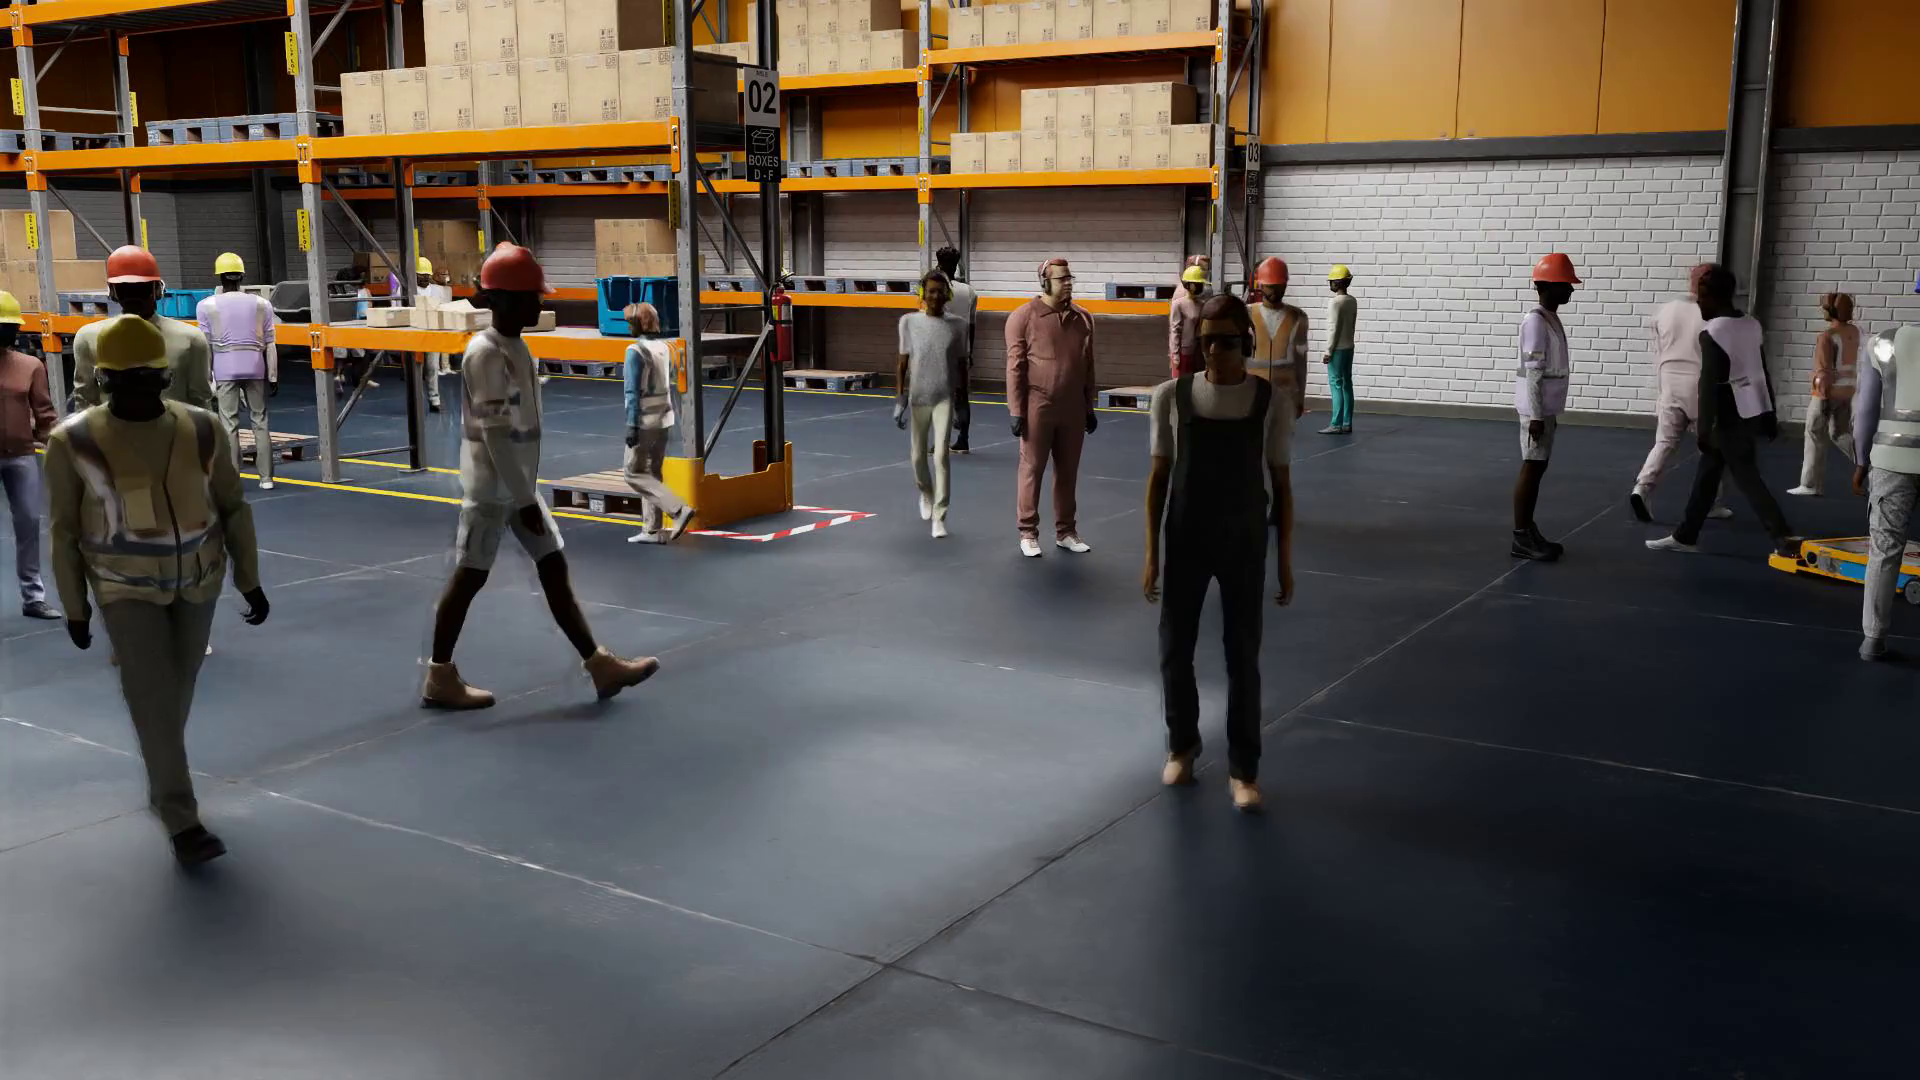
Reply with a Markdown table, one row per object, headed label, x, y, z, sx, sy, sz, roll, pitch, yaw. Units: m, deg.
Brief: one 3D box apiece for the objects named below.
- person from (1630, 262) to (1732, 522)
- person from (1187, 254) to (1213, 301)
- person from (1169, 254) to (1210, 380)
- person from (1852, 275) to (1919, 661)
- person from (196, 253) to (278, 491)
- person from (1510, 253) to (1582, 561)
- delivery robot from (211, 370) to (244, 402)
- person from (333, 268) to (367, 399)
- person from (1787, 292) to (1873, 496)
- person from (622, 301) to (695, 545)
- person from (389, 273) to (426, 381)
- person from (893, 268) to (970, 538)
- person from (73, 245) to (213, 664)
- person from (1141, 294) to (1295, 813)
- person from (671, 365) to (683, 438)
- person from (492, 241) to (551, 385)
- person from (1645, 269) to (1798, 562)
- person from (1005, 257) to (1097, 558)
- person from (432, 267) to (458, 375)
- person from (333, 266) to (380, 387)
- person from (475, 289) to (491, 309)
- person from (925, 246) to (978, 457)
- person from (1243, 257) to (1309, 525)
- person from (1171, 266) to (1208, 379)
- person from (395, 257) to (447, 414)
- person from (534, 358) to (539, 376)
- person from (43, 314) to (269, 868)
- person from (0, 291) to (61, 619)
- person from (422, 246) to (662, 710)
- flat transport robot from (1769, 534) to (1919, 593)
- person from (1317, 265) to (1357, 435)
| label | x | y | z | sx | sy | sz | roll | pitch | yaw |
| --- | --- | --- | --- | --- | --- | --- | --- | --- | --- |
| person | 5.240 | -1.056 | 11.957 | 0.881 | 1.874 | 0.644 | -7 | 12 | -35 |
| person | 2.511 | -2.090 | 17.686 | 0.328 | 1.871 | 0.520 | 4 | 11 | 23 |
| person | 2.334 | -1.985 | 17.096 | 0.499 | 1.876 | 0.681 | 3 | 11 | 16 |
| person | 4.587 | -0.363 | 7.915 | 0.615 | 1.938 | 0.406 | 8 | 13 | 36 |
| person | -5.813 | -1.343 | 13.408 | 0.589 | 1.919 | 0.394 | -7 | 12 | -34 |
| person | 3.721 | -0.842 | 10.579 | 0.356 | 1.937 | 0.552 | 5 | 11 | 27 |
| delivery robot | -8.764 | -1.839 | 19.679 | 0.707 | 0.478 | 0.477 | -4 | 11 | -20 |
| person | -7.734 | -2.588 | 20.974 | 0.543 | 1.677 | 0.608 | -1 | 10 | -8 |
| person | 6.888 | -1.120 | 12.990 | 0.511 | 1.619 | 0.628 | -6 | 12 | -30 |
| person | -2.003 | -0.752 | 10.937 | 0.446 | 1.622 | 0.525 | 3 | 11 | 15 |
| person | -7.923 | -3.257 | 24.015 | 0.544 | 1.927 | 0.396 | -6 | 12 | -29 |
| person | -0.192 | -0.978 | 11.612 | 0.520 | 1.843 | 0.846 | 1 | 10 | 5 |
| person | -3.910 | -0.407 | 8.012 | 0.608 | 1.995 | 0.377 | -4 | 11 | -23 |
| person | 0.941 | 0.038 | 6.010 | 0.567 | 1.836 | 0.529 | 2 | 10 | 11 |
| person | -2.903 | -1.815 | 16.817 | 0.507 | 1.632 | 0.274 | -2 | 11 | -13 |
| person | -5.941 | -2.953 | 22.126 | 0.994 | 1.990 | 0.626 | -5 | 11 | -26 |
| person | 4.918 | -0.778 | 10.506 | 0.965 | 1.863 | 0.635 | 10 | 14 | 43 |
| person | 0.607 | -0.851 | 10.704 | 0.650 | 1.913 | 0.409 | -5 | 11 | -27 |
| person | -7.780 | -3.288 | 25.010 | 0.292 | 1.629 | 0.499 | 4 | 11 | 22 |
| person | -8.317 | -2.928 | 22.875 | 0.520 | 1.675 | 0.533 | 2 | 10 | 12 |
| person | -4.252 | -1.535 | 15.328 | 0.526 | 1.610 | 0.746 | -9 | 13 | -40 |
| person | -0.107 | -1.765 | 15.615 | 0.613 | 1.965 | 0.361 | -9 | 14 | -42 |
| person | 2.241 | -1.099 | 12.088 | 0.559 | 1.915 | 0.778 | 1 | 10 | 7 |
| person | 2.315 | -1.862 | 16.710 | 0.522 | 1.768 | 0.313 | -10 | 14 | -44 |
| person | -6.222 | -2.357 | 19.296 | 0.403 | 1.823 | 0.588 | 10 | 14 | 43 |
| person | -6.318 | -3.258 | 23.982 | 0.370 | 1.934 | 0.627 | 5 | 11 | 26 |
| person | -2.668 | 0.142 | 5.562 | 0.934 | 1.785 | 0.586 | 9 | 14 | 42 |
| person | -5.047 | -0.429 | 8.786 | 0.352 | 1.758 | 0.575 | 7 | 12 | 34 |
| person | -1.858 | -0.242 | 7.106 | 1.072 | 1.981 | 0.623 | 1 | 10 | 4 |
| flat transport robot | 5.482 | 0.170 | 9.596 | 0.652 | 0.197 | 1.431 | -3 | 11 | -19 |
| person | 3.951 | -1.985 | 17.397 | 0.318 | 1.766 | 0.534 | 8 | 13 | 39 |
